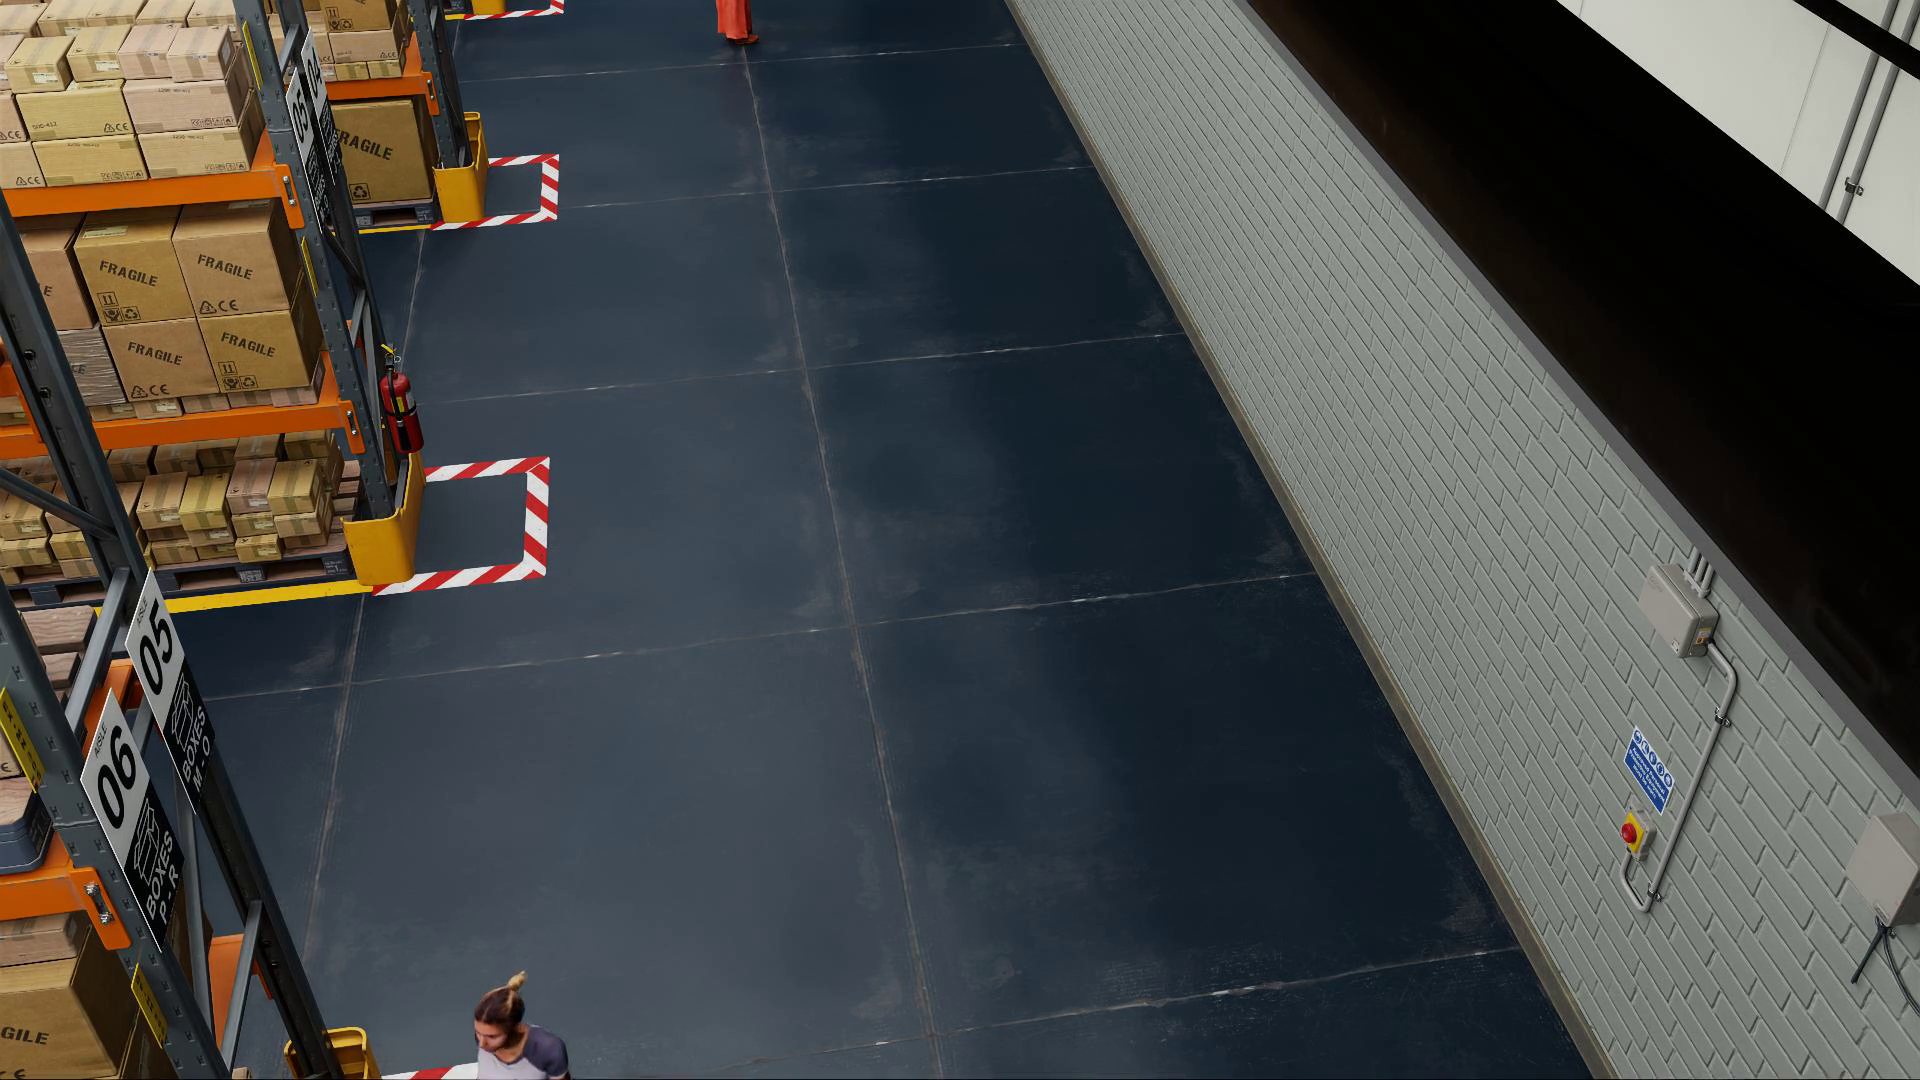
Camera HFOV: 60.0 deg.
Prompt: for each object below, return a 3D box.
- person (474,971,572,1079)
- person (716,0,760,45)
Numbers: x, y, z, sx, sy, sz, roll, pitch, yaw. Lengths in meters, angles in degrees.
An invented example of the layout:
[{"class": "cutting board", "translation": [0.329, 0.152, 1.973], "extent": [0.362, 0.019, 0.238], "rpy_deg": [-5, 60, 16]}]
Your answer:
[{"class": "person", "translation": [-1.655, 2.280, 6.684], "extent": [1.026, 1.572, 0.942], "rpy_deg": [11, 39, 14]}, {"class": "person", "translation": [-2.358, -6.032, 17.122], "extent": [0.713, 1.803, 0.713], "rpy_deg": [-22, 43, -26]}]
